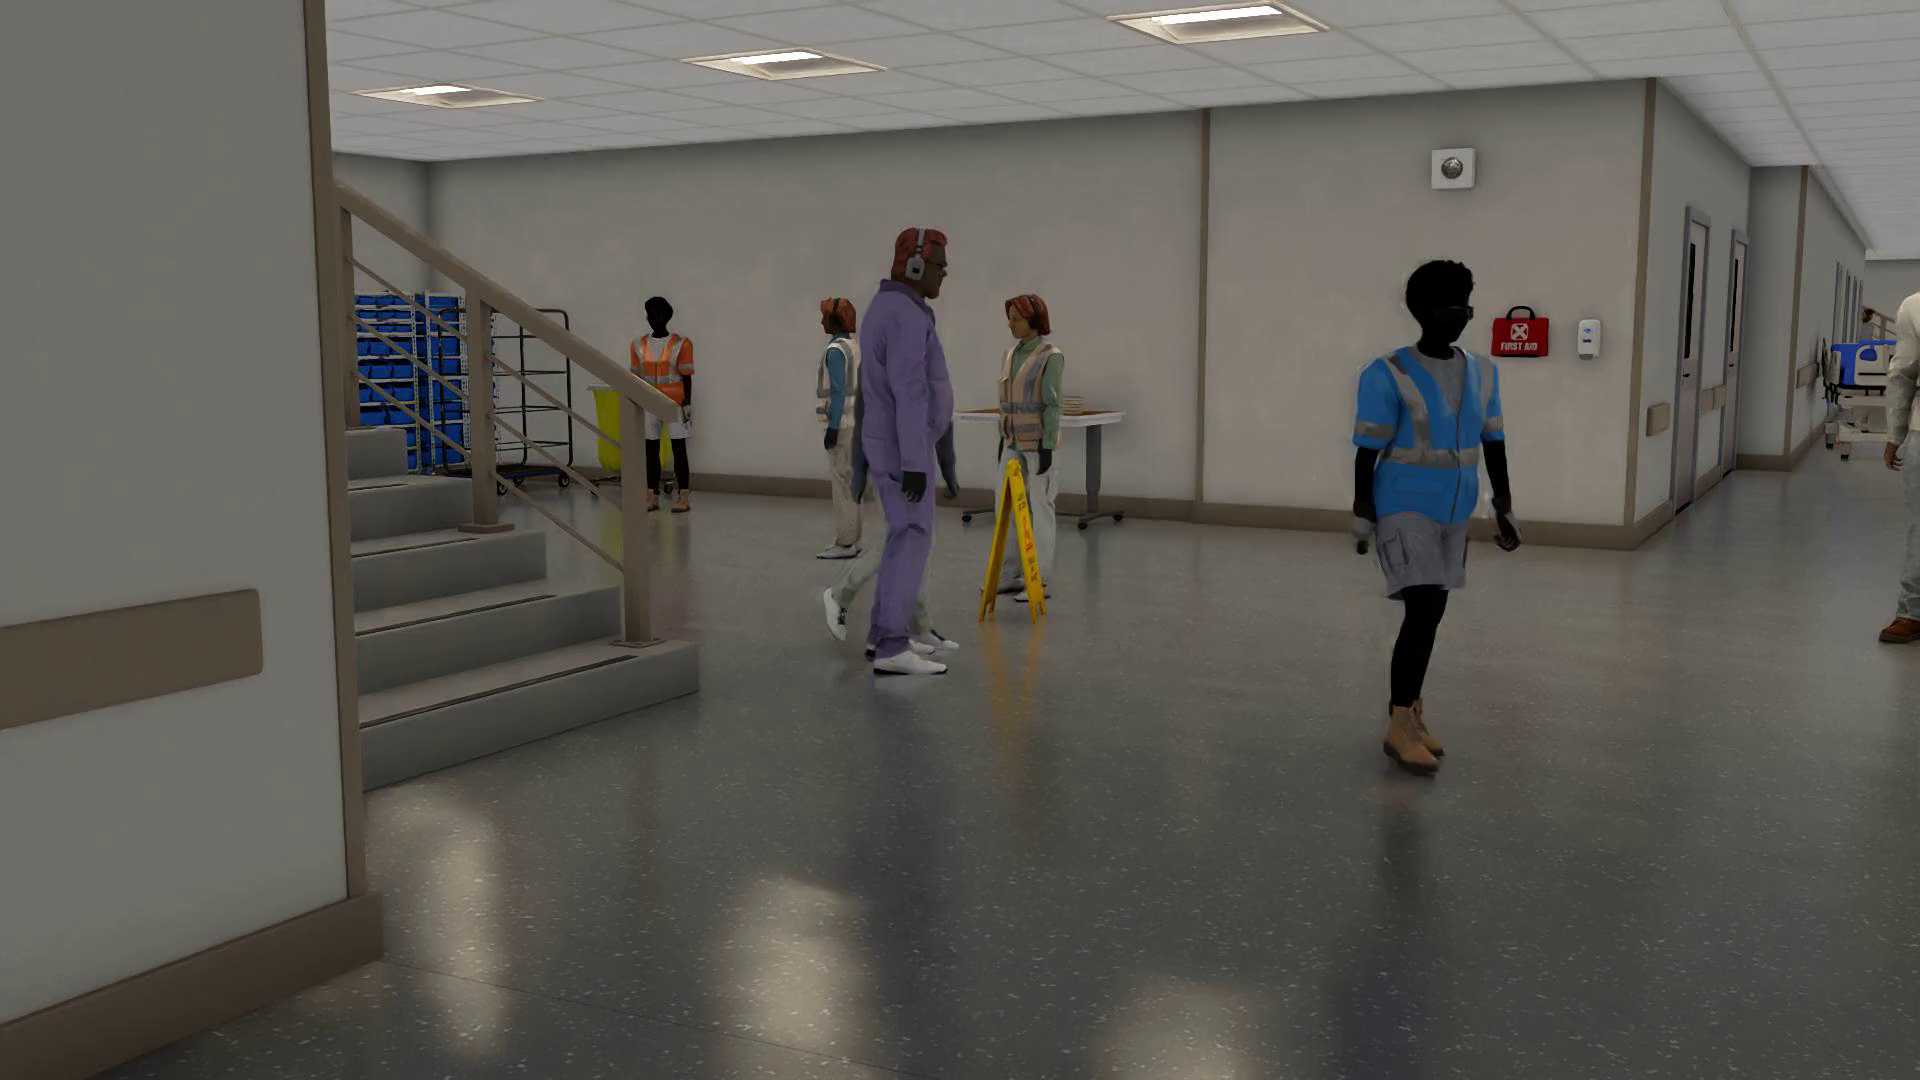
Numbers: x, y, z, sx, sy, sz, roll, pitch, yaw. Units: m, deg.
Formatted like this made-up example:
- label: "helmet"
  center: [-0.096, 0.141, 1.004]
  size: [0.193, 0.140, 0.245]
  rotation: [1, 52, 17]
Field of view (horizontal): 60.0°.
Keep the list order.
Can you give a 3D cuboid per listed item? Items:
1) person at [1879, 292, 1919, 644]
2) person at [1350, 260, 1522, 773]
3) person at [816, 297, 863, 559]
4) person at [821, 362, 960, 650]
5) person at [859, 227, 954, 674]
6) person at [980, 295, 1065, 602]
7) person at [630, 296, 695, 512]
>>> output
- label: "person"
  center: [4.513, -0.463, 7.507]
  size: [0.355, 1.937, 0.635]
  rotation: [-7, 10, -43]
- label: "person"
  center: [1.589, -0.075, 5.508]
  size: [0.548, 1.674, 0.570]
  rotation: [-4, 8, -27]
- label: "person"
  center: [-0.750, -0.700, 10.475]
  size: [0.306, 1.640, 0.522]
  rotation: [1, 7, 7]
- label: "person"
  center: [-0.309, -0.297, 7.465]
  size: [0.515, 1.616, 0.518]
  rotation: [5, 9, 36]
- label: "person"
  center: [-0.217, -0.375, 7.071]
  size: [0.392, 1.881, 0.678]
  rotation: [-1, 8, -10]
- label: "person"
  center: [0.372, -0.485, 8.862]
  size: [0.317, 1.631, 0.530]
  rotation: [-5, 9, -35]
- label: "person"
  center: [-2.325, -1.052, 12.997]
  size: [0.530, 1.689, 0.321]
  rotation: [1, 7, 9]
